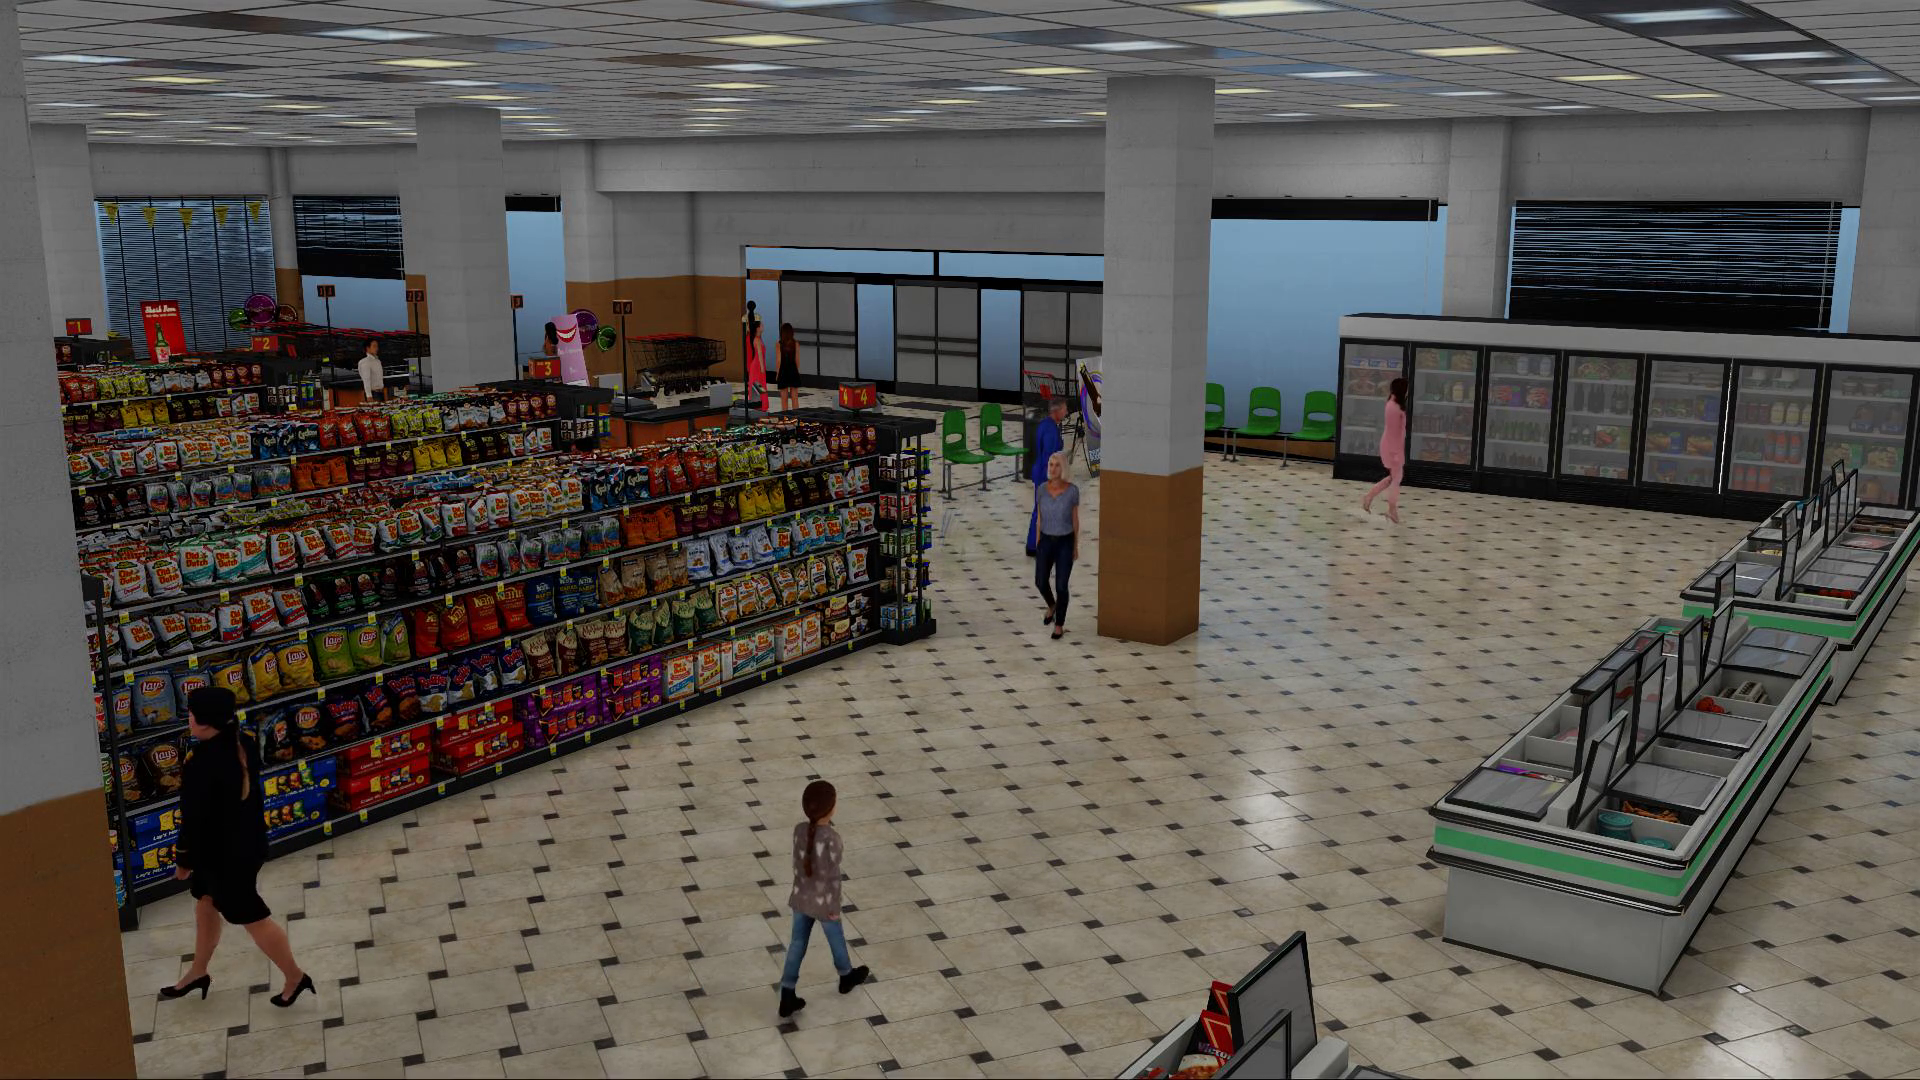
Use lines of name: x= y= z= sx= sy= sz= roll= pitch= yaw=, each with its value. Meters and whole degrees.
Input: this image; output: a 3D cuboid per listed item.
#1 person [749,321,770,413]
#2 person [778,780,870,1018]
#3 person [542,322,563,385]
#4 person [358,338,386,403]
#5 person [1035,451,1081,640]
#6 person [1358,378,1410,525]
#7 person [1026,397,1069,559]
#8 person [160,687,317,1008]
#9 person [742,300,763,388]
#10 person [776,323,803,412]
person: x=-3.650 y=-3.103 z=30.079 sx=0.750 sy=1.727 sz=0.715 roll=-4 pitch=13 yaw=-18
person: x=-0.748 y=1.788 z=8.204 sx=0.517 sy=1.169 sz=0.822 roll=7 pitch=14 yaw=31
person: x=-7.539 y=-3.214 z=30.807 sx=0.783 sy=1.645 sz=0.630 roll=2 pitch=12 yaw=10
person: x=-9.053 y=-2.215 z=25.661 sx=0.808 sy=1.811 sz=0.688 roll=1 pitch=12 yaw=3
person: x=0.913 y=0.029 z=15.243 sx=0.680 sy=1.712 sz=0.780 roll=4 pitch=12 yaw=17
person: x=5.205 y=-1.080 z=20.333 sx=0.903 sy=1.785 sz=0.888 roll=2 pitch=12 yaw=8
person: x=0.854 y=-0.680 z=18.395 sx=0.932 sy=1.800 sz=0.861 roll=-1 pitch=12 yaw=-6
person: x=-3.518 y=1.559 z=8.163 sx=1.103 sy=1.635 sz=1.121 roll=1 pitch=12 yaw=3
person: x=-4.313 y=-4.079 z=34.555 sx=0.649 sy=1.792 sz=0.748 roll=-5 pitch=13 yaw=-22
person: x=-2.913 y=-2.763 z=28.205 sx=0.634 sy=1.835 sz=0.729 roll=-5 pitch=13 yaw=-21
